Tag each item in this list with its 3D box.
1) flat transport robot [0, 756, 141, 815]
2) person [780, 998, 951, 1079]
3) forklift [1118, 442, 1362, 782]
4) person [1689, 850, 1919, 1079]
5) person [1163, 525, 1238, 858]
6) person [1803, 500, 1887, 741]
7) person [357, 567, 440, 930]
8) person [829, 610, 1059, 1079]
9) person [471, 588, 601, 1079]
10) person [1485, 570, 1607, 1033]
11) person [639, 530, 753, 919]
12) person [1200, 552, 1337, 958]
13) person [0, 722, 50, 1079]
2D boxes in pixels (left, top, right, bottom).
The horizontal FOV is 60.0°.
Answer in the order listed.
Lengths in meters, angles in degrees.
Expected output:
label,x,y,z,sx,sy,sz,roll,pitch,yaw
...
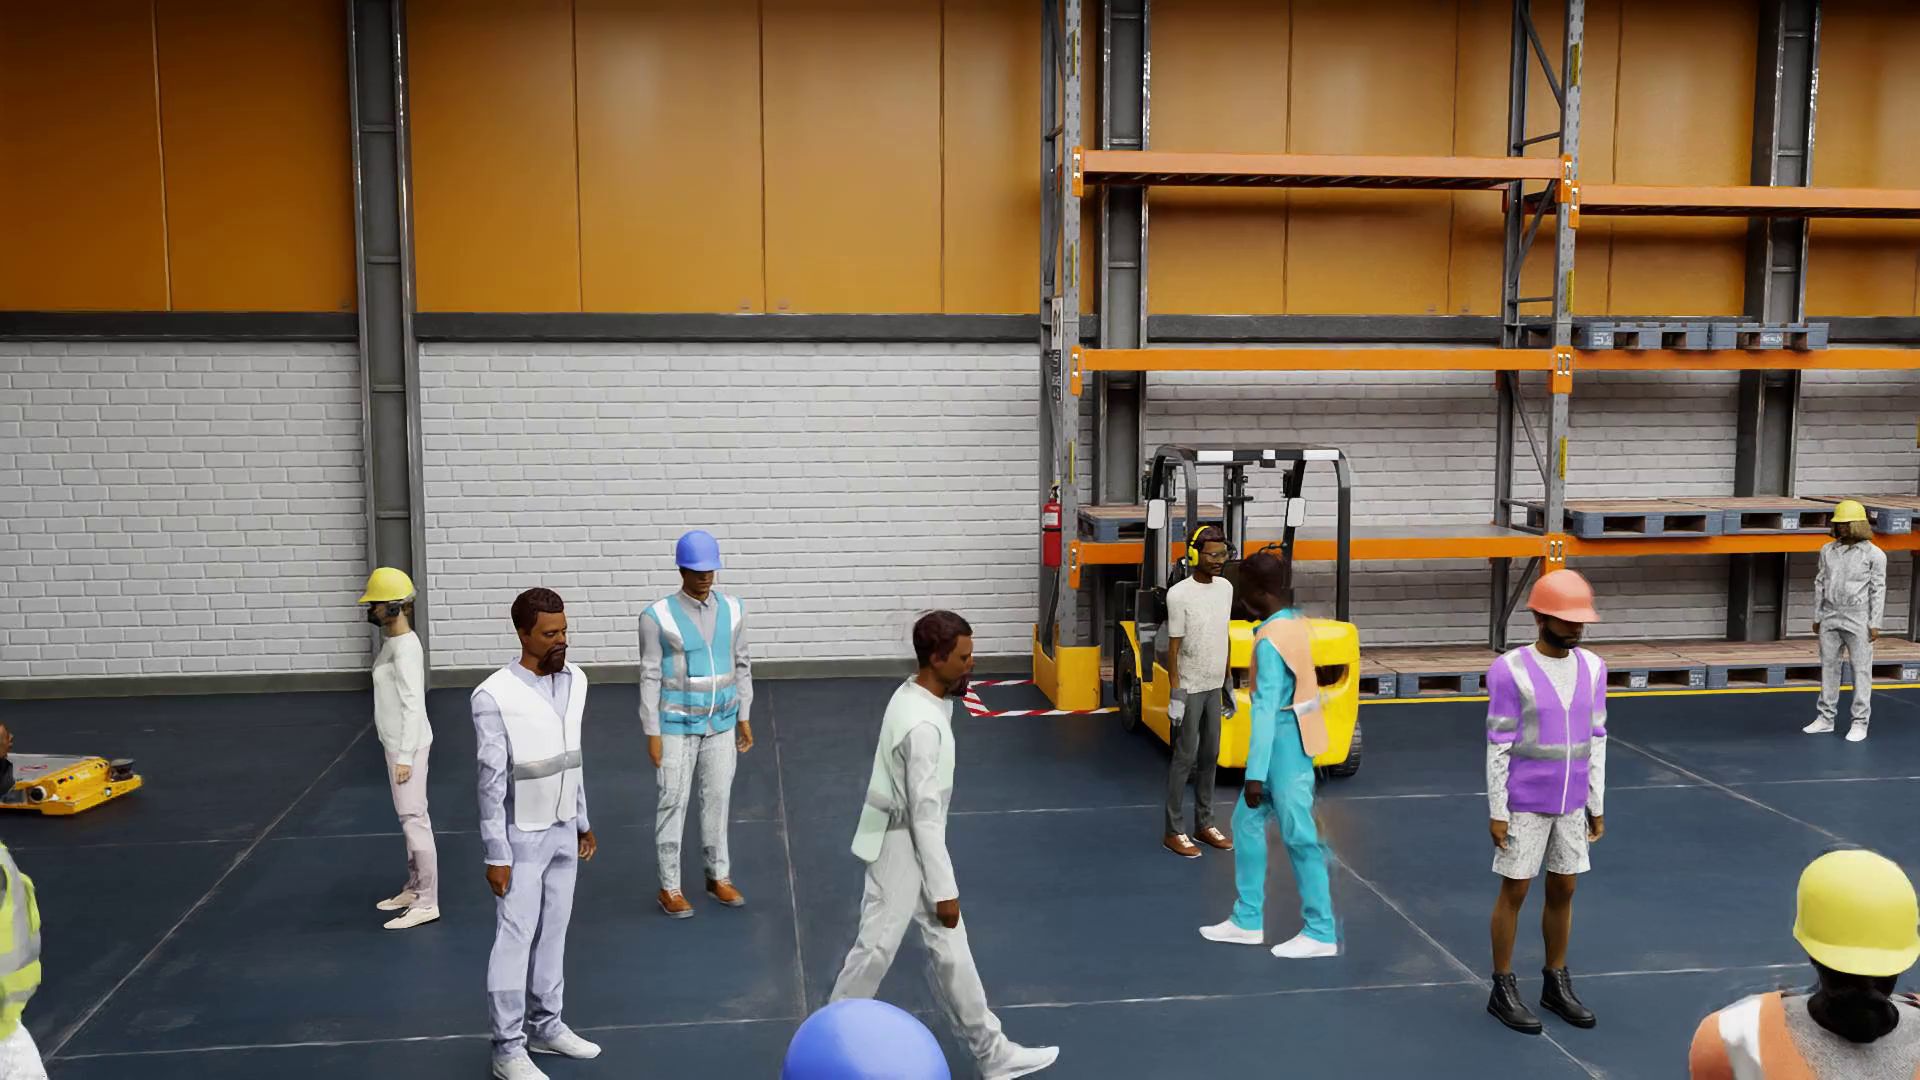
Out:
label,x,y,z,sx,sy,sz,roll,pitch,yaw
flat transport robot,-5.956,1.502,10.341,1.431,0.197,0.652,1,7,8
person,-0.088,1.592,2.342,0.415,1.939,0.605,5,8,35
forklift,1.912,0.418,11.496,1.214,2.155,2.313,-1,7,-8
person,1.751,1.516,3.284,0.604,1.881,0.971,2,7,15
person,1.352,0.837,9.302,0.500,1.861,0.328,-6,9,-41
person,6.412,0.579,12.043,0.322,1.742,0.493,-4,8,-33
person,-2.756,1.012,8.156,0.323,1.767,0.533,-3,7,-23
person,-0.111,1.186,6.203,0.998,1.858,0.600,0,7,1
person,-1.653,1.130,6.461,0.371,1.916,0.597,3,7,23
person,2.442,1.076,6.894,0.544,1.930,0.388,-2,7,-15
person,-1.305,0.910,8.323,0.613,1.941,0.414,-5,8,-38
person,1.430,1.002,7.751,0.757,1.871,0.705,2,7,15
person,-2.872,1.376,4.877,0.637,1.779,0.996,6,9,41
